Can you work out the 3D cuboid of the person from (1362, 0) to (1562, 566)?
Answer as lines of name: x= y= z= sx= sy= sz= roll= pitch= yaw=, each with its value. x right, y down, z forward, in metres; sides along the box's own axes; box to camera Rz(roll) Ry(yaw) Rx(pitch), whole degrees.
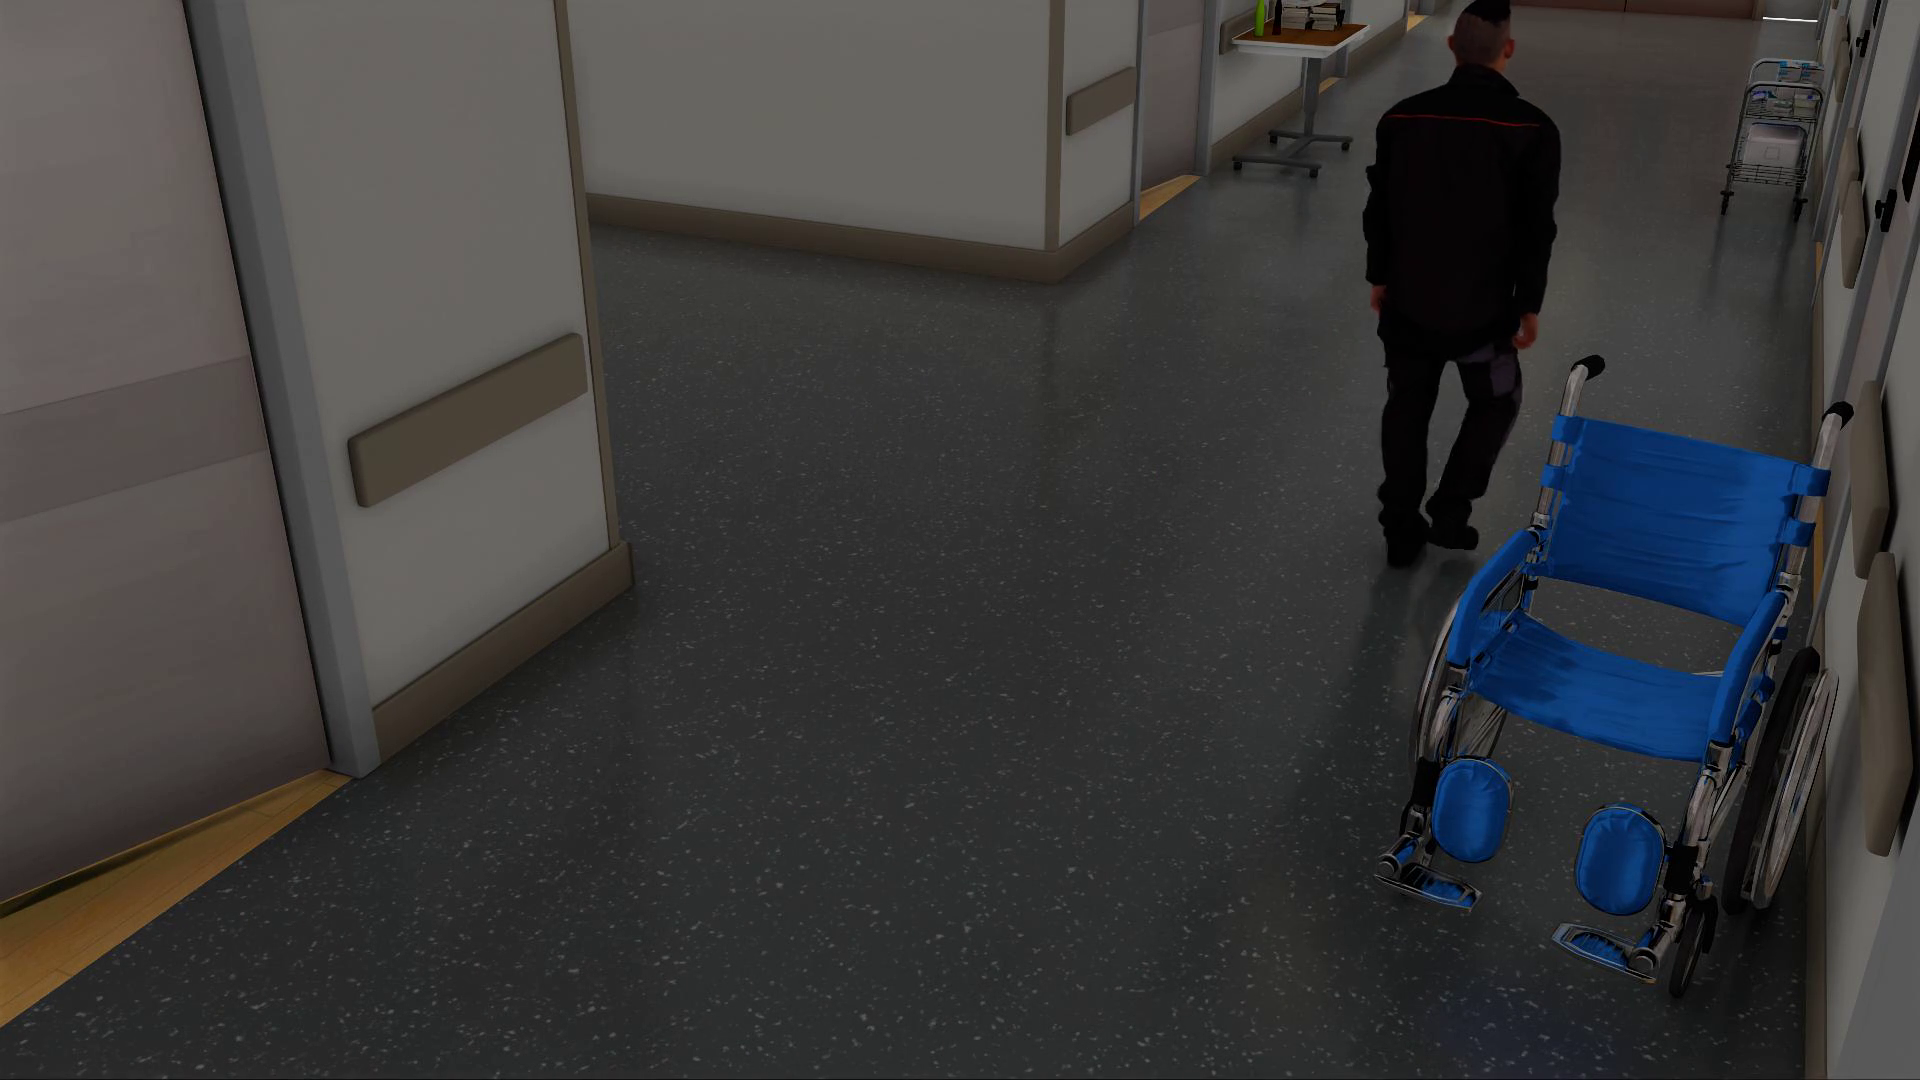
person: x=1.499 y=-0.757 z=5.134 sx=0.813 sy=1.854 sz=0.707 roll=16 pitch=30 yaw=30
